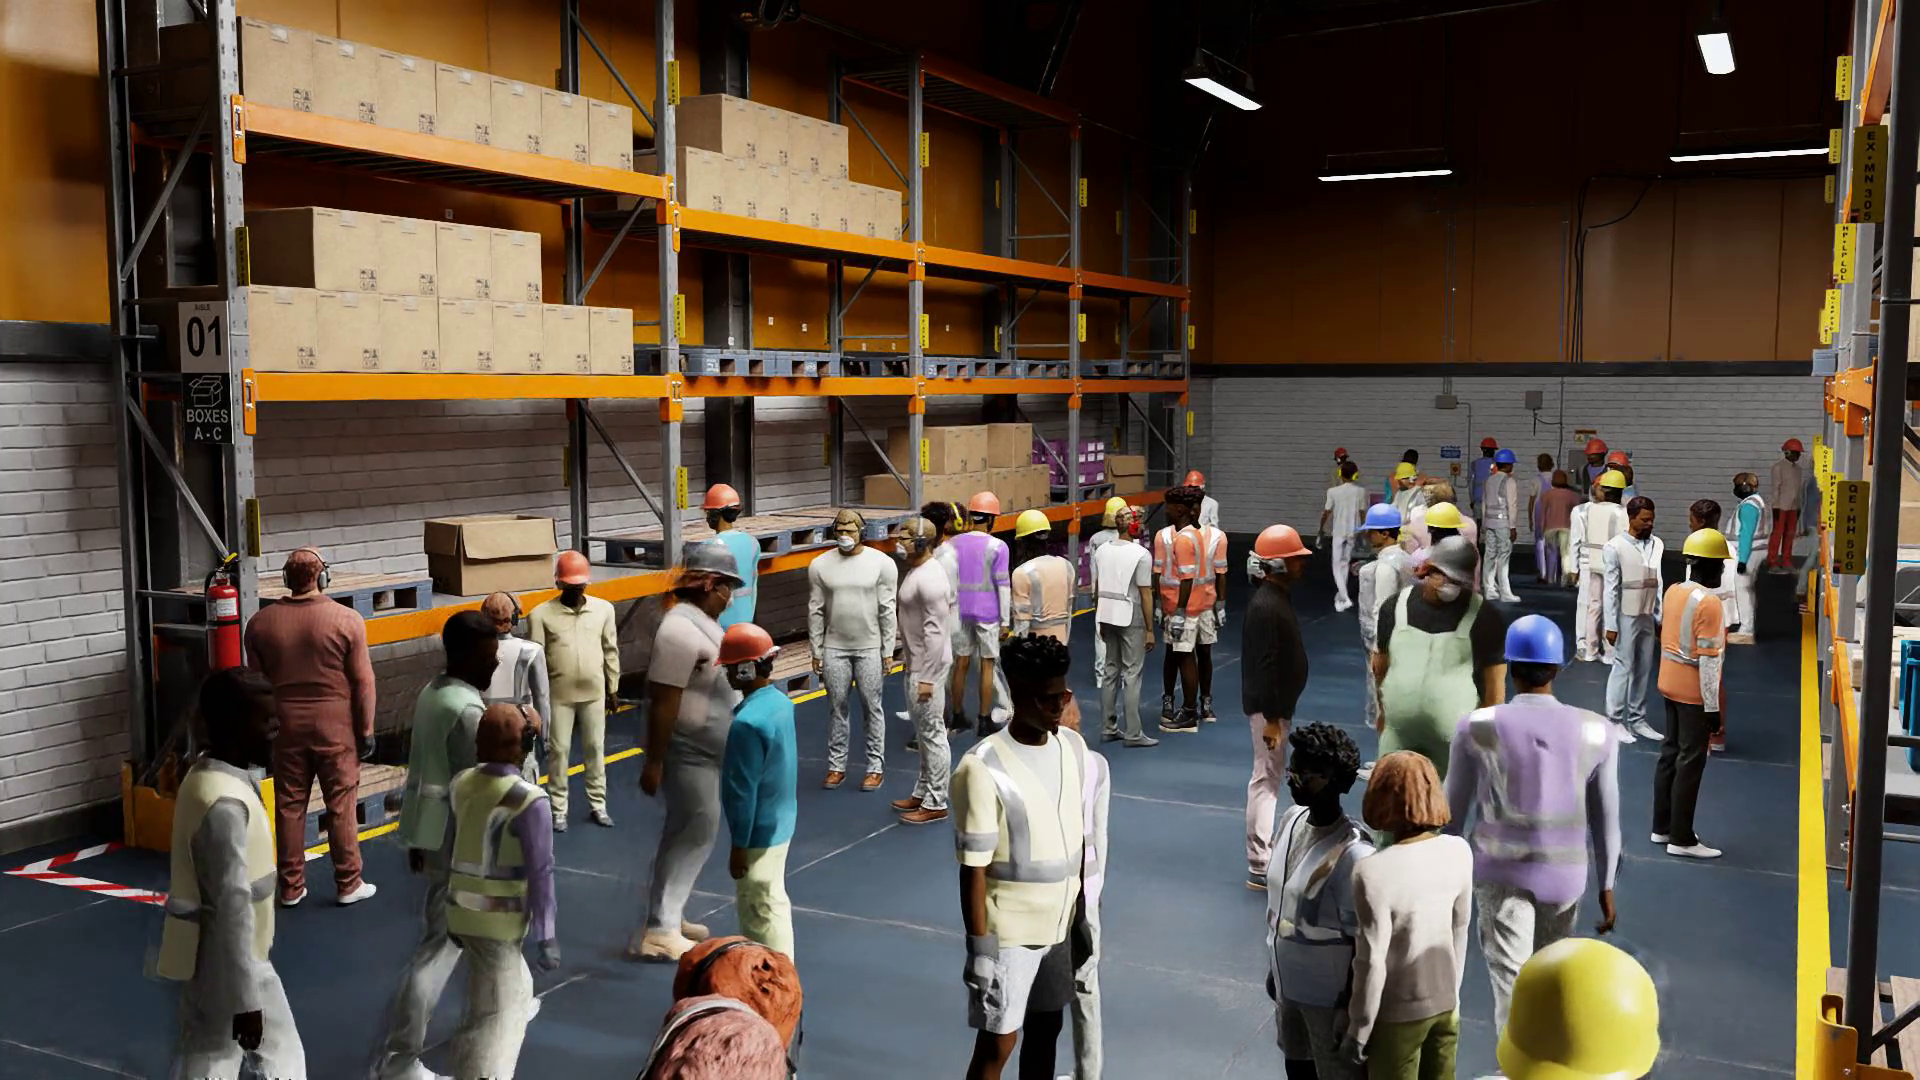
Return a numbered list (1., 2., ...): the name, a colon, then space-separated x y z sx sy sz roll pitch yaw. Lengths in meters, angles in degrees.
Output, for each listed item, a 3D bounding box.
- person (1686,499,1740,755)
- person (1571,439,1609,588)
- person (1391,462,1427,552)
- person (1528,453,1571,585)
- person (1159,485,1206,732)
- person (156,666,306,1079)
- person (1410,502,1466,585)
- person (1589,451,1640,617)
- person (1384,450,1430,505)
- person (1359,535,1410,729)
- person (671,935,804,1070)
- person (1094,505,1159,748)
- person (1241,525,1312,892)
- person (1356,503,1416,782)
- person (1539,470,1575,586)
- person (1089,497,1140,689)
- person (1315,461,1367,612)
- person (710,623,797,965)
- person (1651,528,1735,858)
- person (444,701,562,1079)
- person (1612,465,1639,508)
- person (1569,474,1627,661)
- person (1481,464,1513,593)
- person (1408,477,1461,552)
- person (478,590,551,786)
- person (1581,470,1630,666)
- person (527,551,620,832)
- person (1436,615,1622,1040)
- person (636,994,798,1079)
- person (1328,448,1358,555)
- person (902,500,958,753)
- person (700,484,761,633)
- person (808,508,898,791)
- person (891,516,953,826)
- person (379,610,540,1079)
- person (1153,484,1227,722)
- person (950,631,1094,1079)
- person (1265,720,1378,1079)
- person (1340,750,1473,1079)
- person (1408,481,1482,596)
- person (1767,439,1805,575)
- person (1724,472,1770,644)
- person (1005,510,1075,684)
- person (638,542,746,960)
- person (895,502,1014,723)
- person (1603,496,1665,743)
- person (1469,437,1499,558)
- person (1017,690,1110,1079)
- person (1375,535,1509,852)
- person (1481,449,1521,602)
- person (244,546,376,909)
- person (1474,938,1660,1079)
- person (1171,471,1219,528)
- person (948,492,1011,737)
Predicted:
1. person: 5.587 0.650 12.425 0.408 1.907 0.598 5 7 44
2. person: 8.556 -0.346 22.403 0.609 2.040 0.394 5 7 44
3. person: 5.446 -0.038 20.259 0.404 1.820 0.591 -2 6 -23
4. person: 8.166 -0.291 23.050 0.576 1.810 0.758 2 6 19
5. person: 1.767 0.541 13.244 0.361 1.963 0.614 1 5 13
6. person: -2.373 1.336 5.200 0.909 1.885 0.611 -2 6 -24
7. person: 3.380 0.695 11.796 0.382 1.928 0.587 -1 5 -14
8. person: 7.676 -0.048 19.511 0.621 1.986 0.409 5 7 44
9. person: 5.896 -0.242 22.060 0.667 1.906 0.374 0 5 1
10. person: 3.349 0.700 12.957 0.486 1.699 0.899 1 5 10
11. person: -0.331 1.565 2.670 0.337 1.882 0.585 5 7 42
12. person: 1.248 0.655 12.659 0.375 1.843 0.575 -4 7 -38
13. person: 1.724 0.911 9.102 0.373 1.997 0.618 1 5 15
14. person: 2.967 0.713 11.570 0.413 1.939 0.605 2 6 24
15. person: 8.196 -0.167 22.760 0.503 1.601 0.761 1 5 13
16. person: 1.415 0.480 15.083 0.487 1.746 0.288 2 6 24
17. person: 4.644 -0.040 20.202 0.578 1.839 0.628 -1 5 -7
18. person: -0.889 1.220 7.143 0.355 1.742 0.574 1 5 10
19. person: 4.318 0.890 9.765 0.399 1.919 0.587 0 5 1
20. person: -1.638 1.390 5.964 0.521 1.613 0.535 -5 7 -43
21. person: 7.621 0.053 19.168 0.429 1.841 0.634 2 6 18
22. person: 6.370 0.276 16.579 0.576 1.880 0.351 1 5 6
23. person: 7.120 -0.168 22.090 0.392 1.738 0.578 3 6 27
24. person: 4.702 0.296 16.518 0.388 1.848 0.564 -5 7 -44
25. person: -2.483 1.094 9.037 0.521 1.638 0.311 0 5 0
26. person: 6.381 0.273 16.353 0.380 1.924 0.590 -2 6 -25
27. person: -2.379 0.930 10.283 0.573 1.739 0.355 -3 6 -28
28. person: 2.121 1.224 6.277 0.636 1.892 0.985 1 5 7
29. person: -0.343 1.590 2.368 0.657 1.893 0.400 -3 6 -32
30. person: 6.169 -0.618 26.900 0.563 1.742 0.338 -3 6 -29
31. person: -0.230 0.655 12.305 0.426 1.915 0.679 -1 5 -6
32. person: -1.703 0.615 12.046 0.388 2.045 0.605 3 6 31
33. person: -0.728 0.743 11.304 0.623 1.932 0.367 1 5 9
34. person: -0.232 0.814 10.456 0.373 1.941 0.627 -1 5 -8
35. person: -2.035 1.212 6.694 0.875 1.870 0.626 -4 6 -34
36. person: 1.877 0.518 13.572 0.603 1.957 0.385 0 5 5
37. person: 0.220 1.266 5.528 0.384 1.958 0.606 5 7 43
38. person: 1.136 1.415 5.280 0.318 1.697 0.535 -2 6 -20
39. person: 1.374 1.460 5.132 0.498 1.634 0.284 -4 6 -34
40. person: 4.339 0.418 15.046 0.628 1.903 1.020 5 7 42
41. person: 12.045 -0.483 24.195 0.617 1.986 0.406 -3 6 -29
42. person: 8.399 0.191 17.769 0.429 1.828 0.640 3 6 31
43. person: 0.522 0.756 11.206 0.381 1.917 0.585 5 7 41
44. person: -1.296 0.981 8.117 0.579 2.000 0.704 0 5 -3
45. person: 0.001 0.597 13.479 0.957 1.818 0.496 -1 5 -11
46. person: 5.194 0.608 12.860 0.600 1.909 0.398 -3 6 -30
47. person: 8.326 -0.655 26.306 0.545 1.933 0.376 5 7 44
48. person: 0.356 1.356 6.271 0.506 1.631 0.311 -4 7 -36
49. person: 2.510 0.923 8.744 0.704 2.000 0.579 3 6 27
50. person: 6.886 -0.187 21.175 0.404 1.948 0.605 -2 6 -20
51. person: -3.396 0.985 8.772 0.643 1.913 0.410 0 5 -3
52. person: 0.991 1.552 2.728 0.602 1.896 0.619 -5 7 -40
53. person: 2.767 0.054 19.648 0.564 1.747 0.339 2 6 18
54. person: 0.162 0.582 13.063 0.548 1.923 0.390 3 6 28
